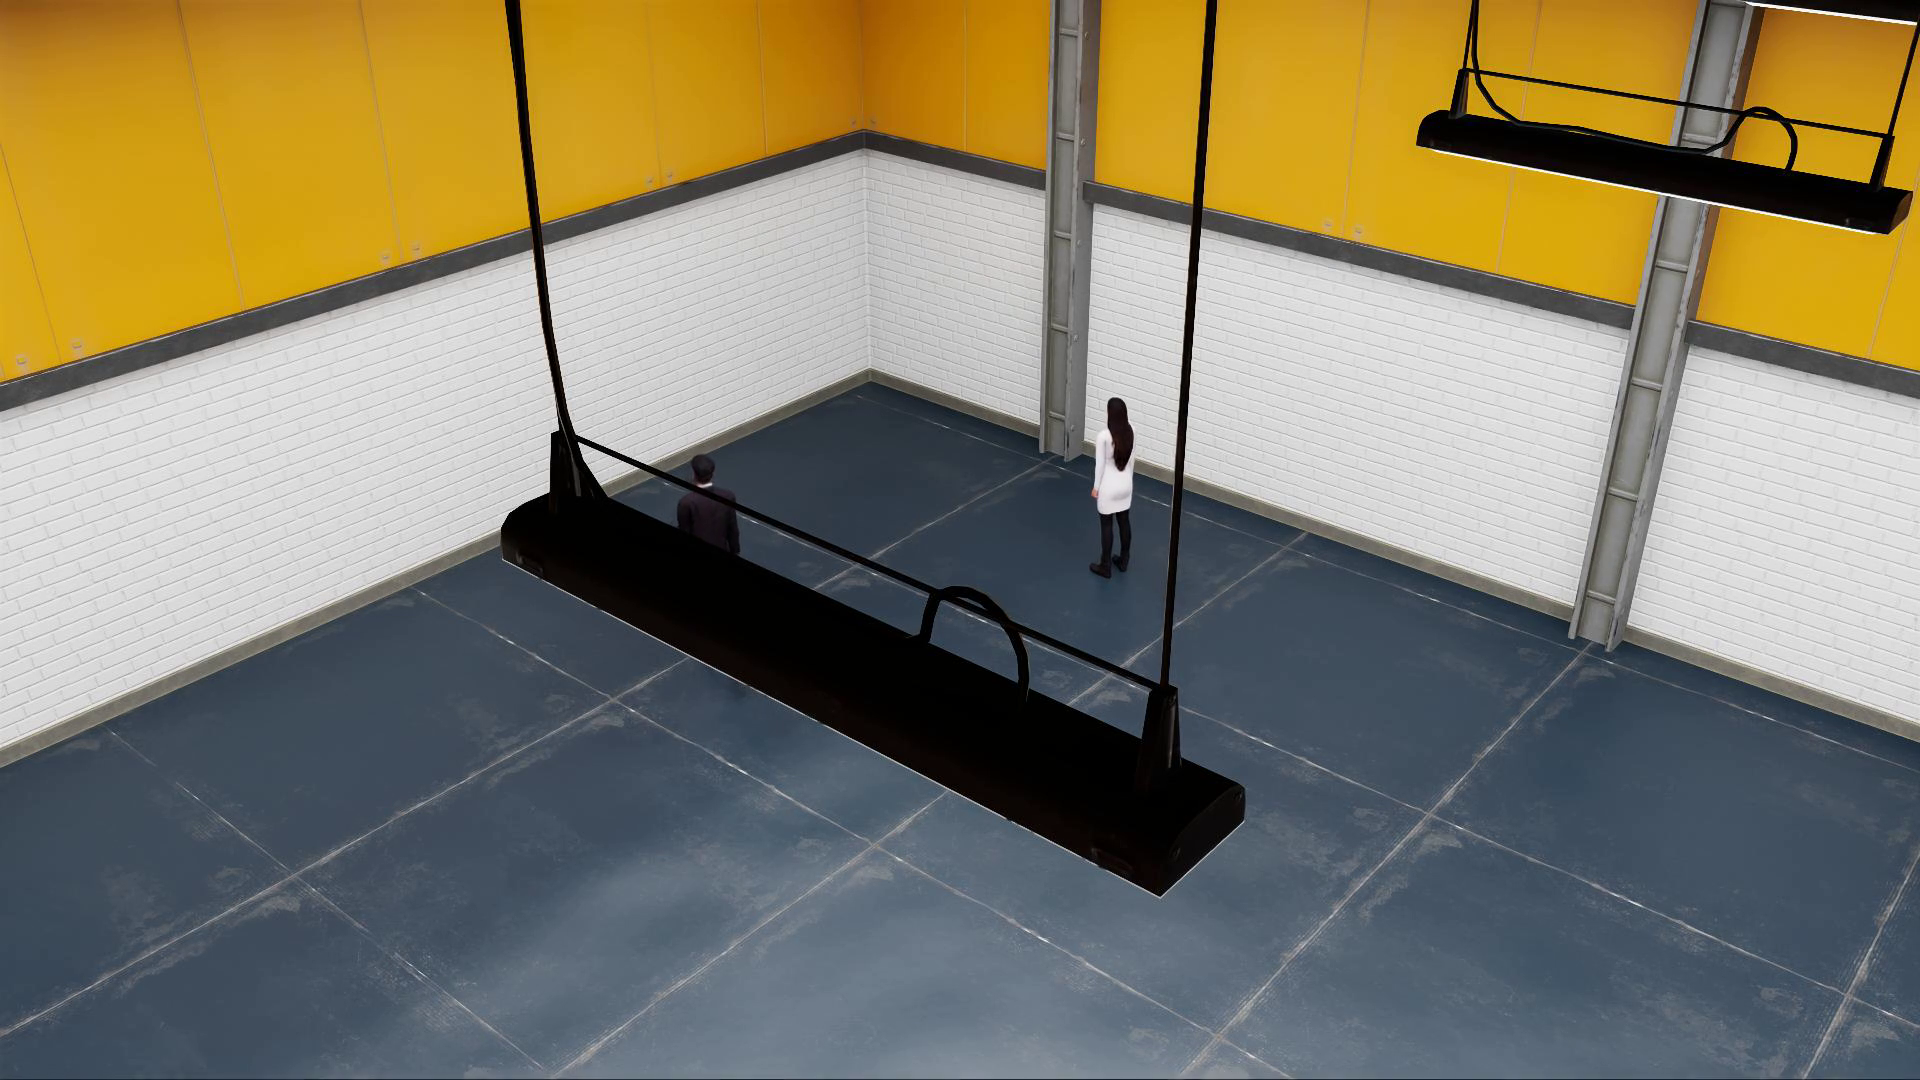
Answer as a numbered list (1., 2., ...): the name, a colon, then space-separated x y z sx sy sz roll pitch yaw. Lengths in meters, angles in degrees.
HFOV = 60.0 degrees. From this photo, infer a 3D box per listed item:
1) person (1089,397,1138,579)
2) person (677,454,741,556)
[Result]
1. person: 1.442 -0.493 15.566 0.669 1.807 0.636 -16 32 -26
2. person: -2.178 0.153 14.307 0.802 1.877 0.732 -16 32 -26
